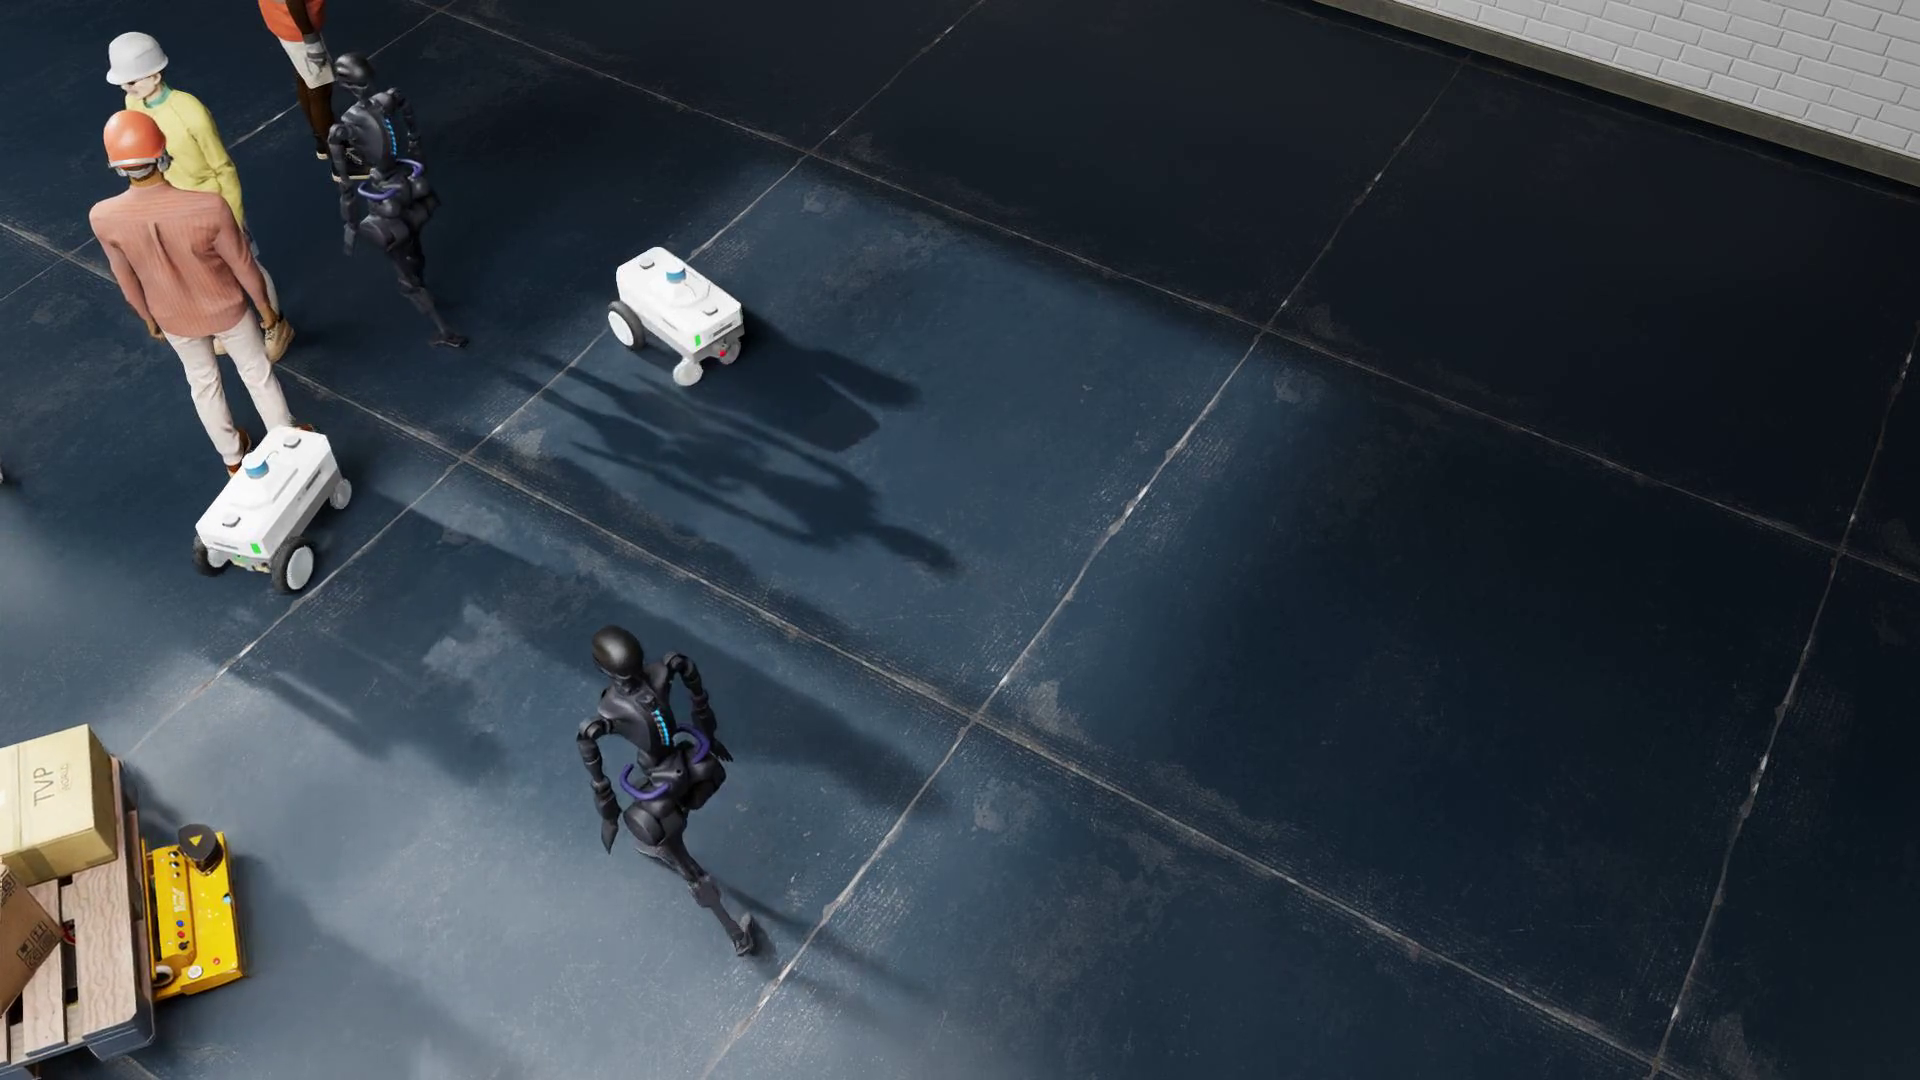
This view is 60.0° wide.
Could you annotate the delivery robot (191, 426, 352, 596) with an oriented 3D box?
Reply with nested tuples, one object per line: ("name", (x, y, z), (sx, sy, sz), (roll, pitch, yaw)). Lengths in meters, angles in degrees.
("delivery robot", (-3.215, -0.152, 7.765), (0.499, 0.603, 0.803), (12, 50, 11))

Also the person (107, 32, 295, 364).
("person", (-3.728, -1.671, 8.201), (0.470, 1.891, 0.400), (17, 51, 14))

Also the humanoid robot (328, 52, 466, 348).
("humanoid robot", (-2.881, -1.700, 8.387), (0.611, 1.648, 0.606), (23, 53, 19))

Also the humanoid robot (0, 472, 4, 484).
("humanoid robot", (-4.866, -0.895, 7.617), (0.547, 1.725, 1.018), (-33, 57, -26))

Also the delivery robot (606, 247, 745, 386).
("delivery robot", (-1.486, -1.203, 8.690), (0.785, 0.614, 0.523), (37, 58, 28))

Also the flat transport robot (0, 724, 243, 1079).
("flat transport robot", (-3.556, 1.610, 6.408), (1.431, 0.231, 0.659), (-17, 51, -14))

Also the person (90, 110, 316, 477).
("person", (-3.464, -1.084, 7.628), (0.614, 1.986, 0.411), (-6, 49, -5))

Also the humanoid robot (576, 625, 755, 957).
("humanoid robot", (-1.044, 0.914, 6.124), (0.743, 1.638, 0.589), (33, 56, 25))

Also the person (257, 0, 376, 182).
("person", (-3.673, -2.913, 9.236), (0.369, 1.965, 0.606), (-23, 53, -19))
